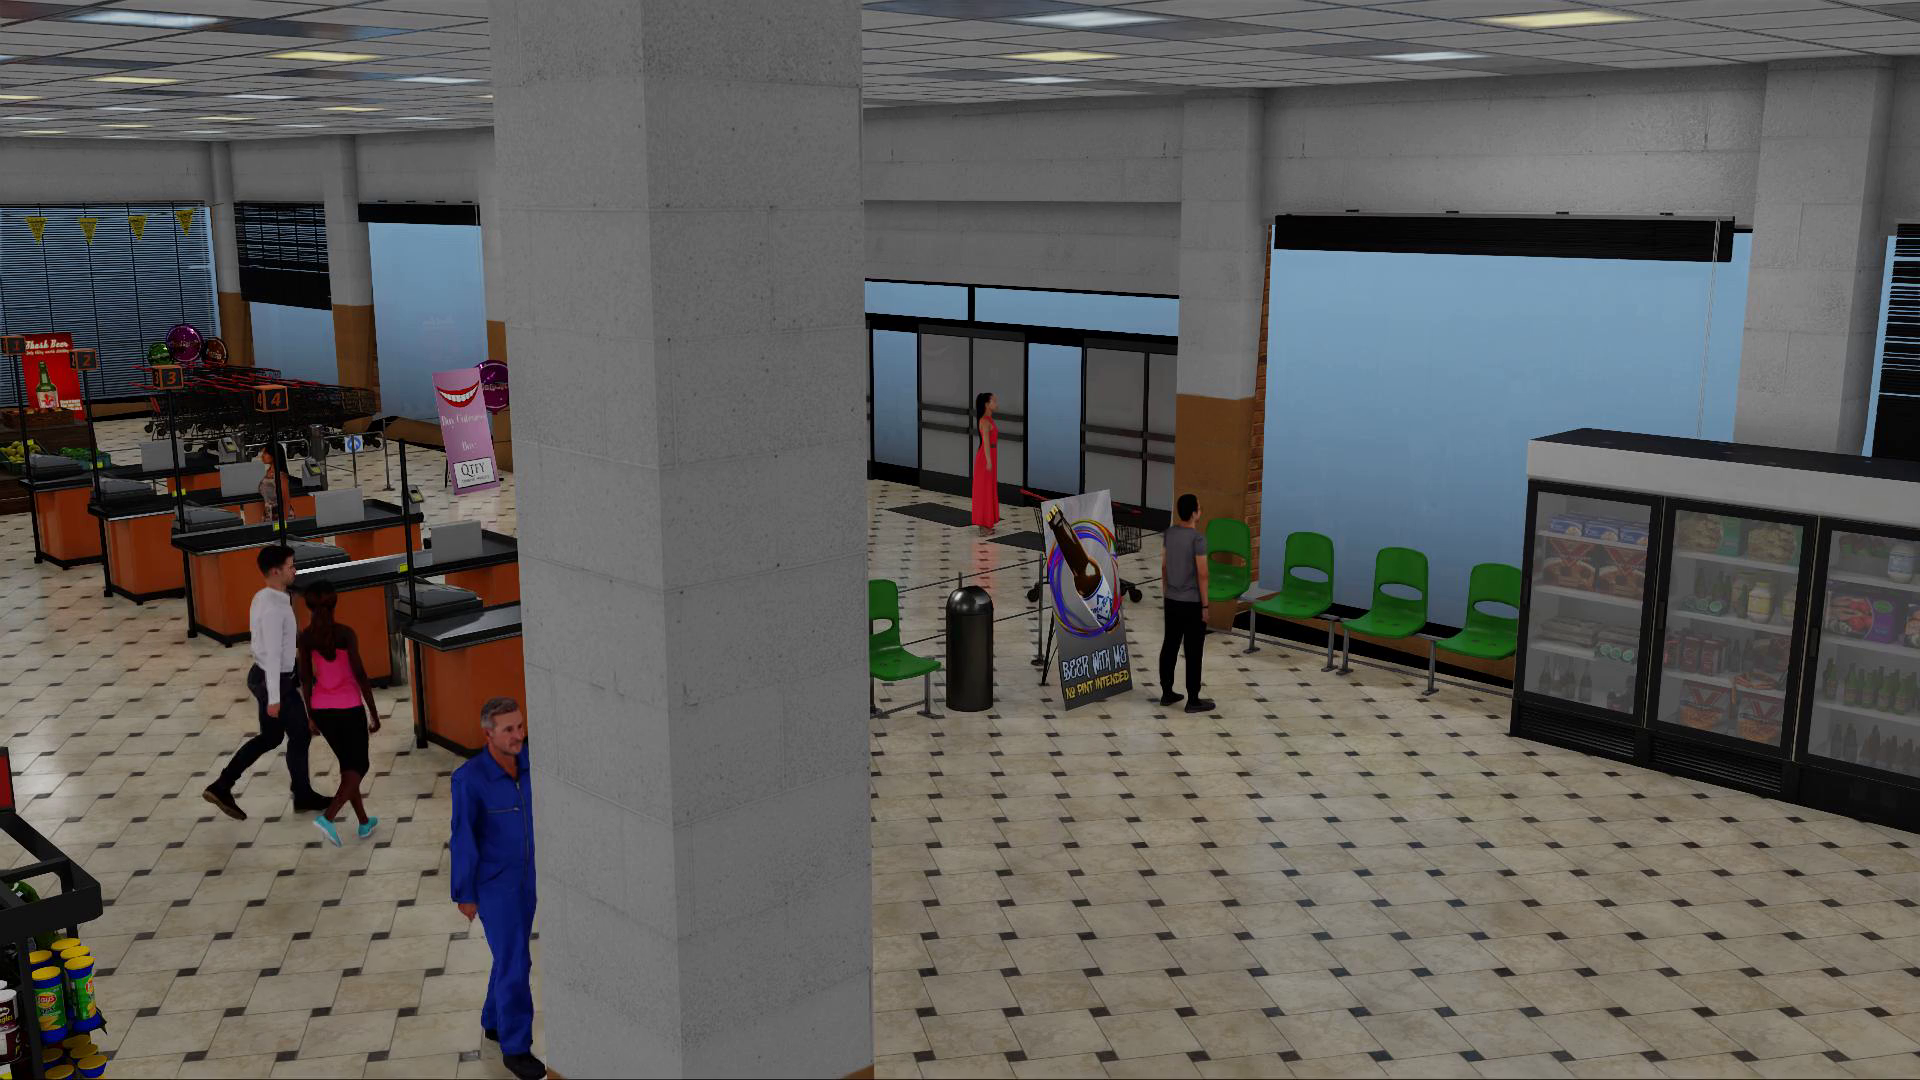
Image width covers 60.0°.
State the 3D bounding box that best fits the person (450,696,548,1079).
[{"bbox_3d":[-2.224,1.606,7.947,0.907,1.804,0.866,7,14,30],"label":"person"}]

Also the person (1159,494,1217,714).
[{"bbox_3d":[1.809,0.491,13.365,0.567,1.754,0.635,-10,15,-38],"label":"person"}]

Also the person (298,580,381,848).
[{"bbox_3d":[-3.962,1.133,10.473,0.961,1.689,1.065,3,12,16],"label":"person"}]

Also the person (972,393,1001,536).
[{"bbox_3d":[0.320,-0.937,20.211,0.778,1.727,0.701,1,12,6],"label":"person"}]

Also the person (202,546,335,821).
[{"bbox_3d":[-4.590,0.968,10.910,1.157,1.832,0.821,-5,13,-23],"label":"person"}]

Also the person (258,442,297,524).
[{"bbox_3d":[-6.890,-0.186,16.843,0.506,1.645,0.642,-12,17,-44],"label":"person"}]
